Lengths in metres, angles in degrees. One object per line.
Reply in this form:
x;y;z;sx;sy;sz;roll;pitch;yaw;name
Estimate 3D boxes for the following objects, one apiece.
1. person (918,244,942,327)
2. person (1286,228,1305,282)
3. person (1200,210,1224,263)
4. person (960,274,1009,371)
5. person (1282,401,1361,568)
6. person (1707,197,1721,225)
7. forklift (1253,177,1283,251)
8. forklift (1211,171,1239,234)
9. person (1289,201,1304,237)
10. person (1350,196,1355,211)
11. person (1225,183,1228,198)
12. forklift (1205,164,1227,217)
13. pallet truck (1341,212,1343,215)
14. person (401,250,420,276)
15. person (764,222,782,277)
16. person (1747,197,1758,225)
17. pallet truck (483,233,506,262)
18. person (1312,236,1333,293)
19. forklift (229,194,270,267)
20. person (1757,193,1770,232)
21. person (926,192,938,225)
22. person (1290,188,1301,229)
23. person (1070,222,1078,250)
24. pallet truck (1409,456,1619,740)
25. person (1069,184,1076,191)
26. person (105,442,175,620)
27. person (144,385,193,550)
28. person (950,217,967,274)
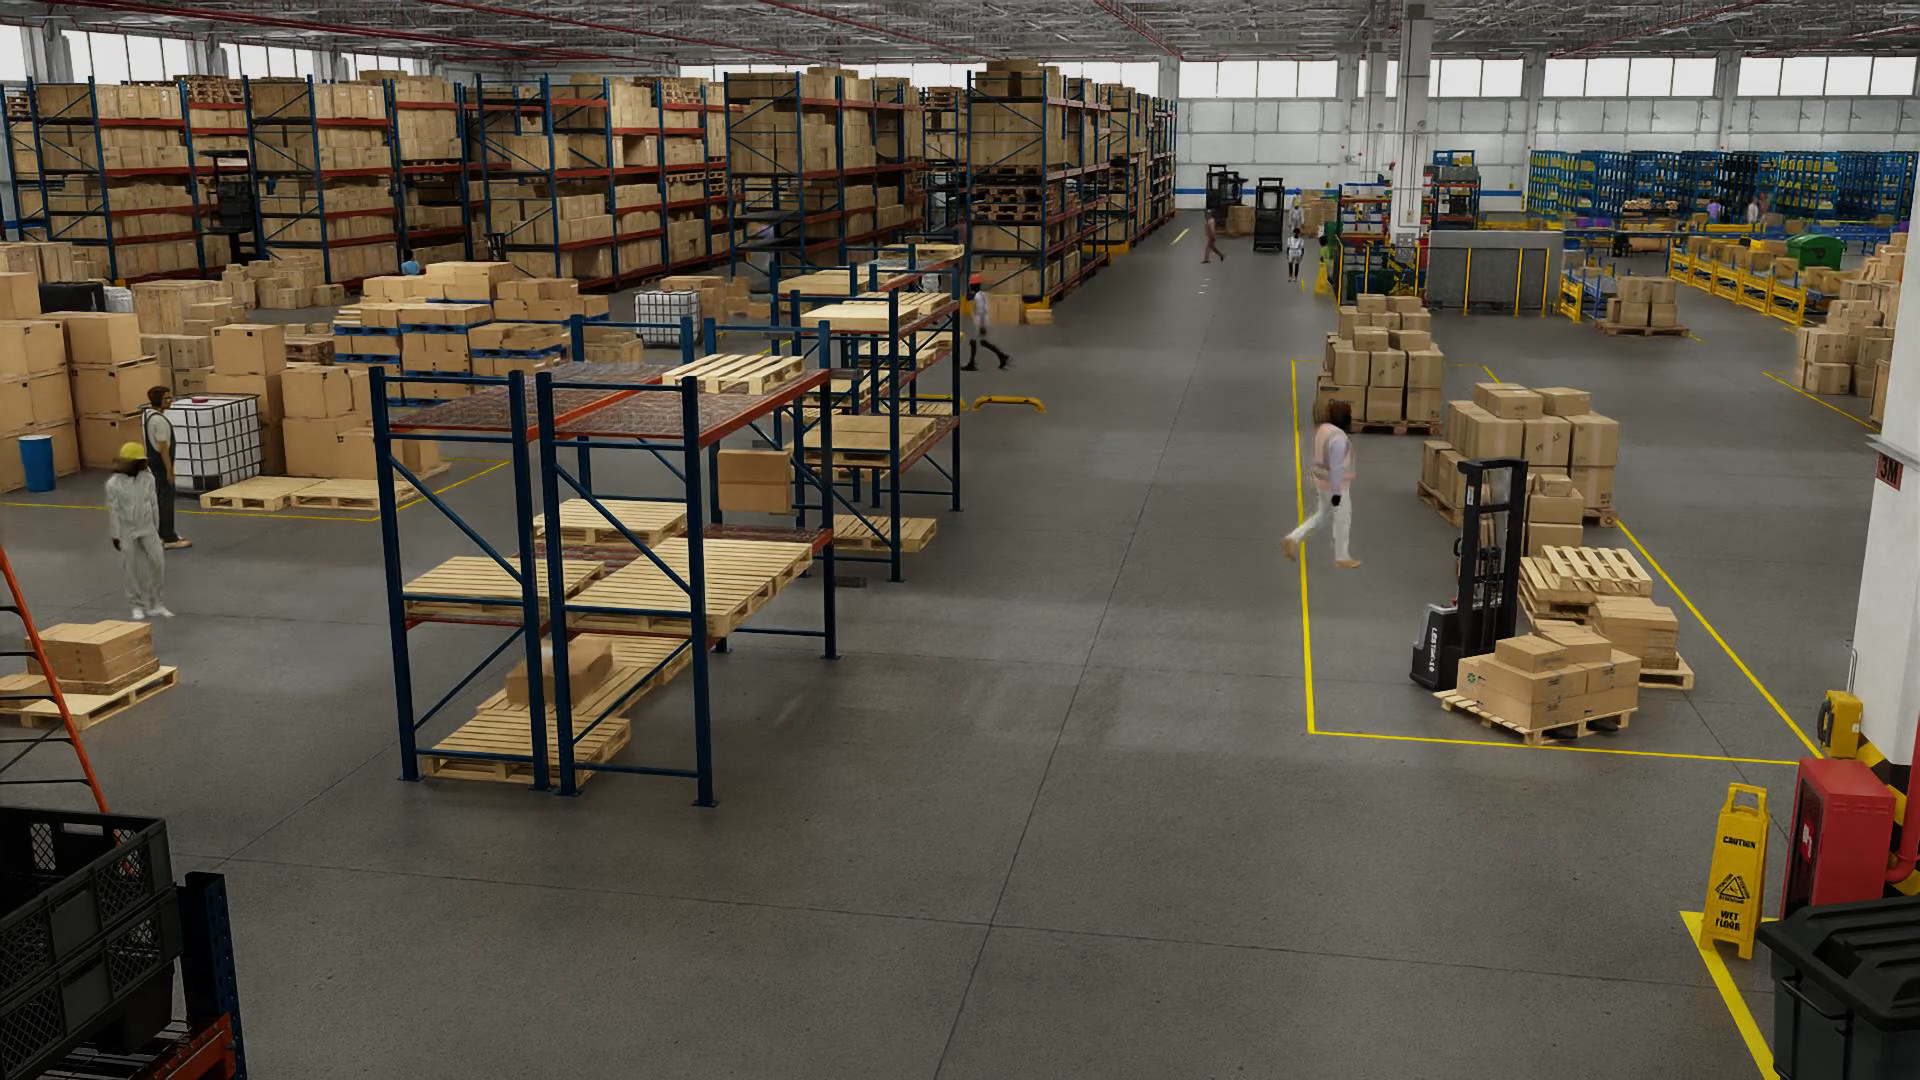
-0.716;-6.092;39.818;0.607;1.966;0.367;-5;15;-21;person
10.349;-8.780;51.348;0.555;1.650;0.850;4;14;14;person
8.973;-10.751;58.939;0.781;1.873;0.683;1;14;2;person
0.478;-4.229;32.402;0.866;1.902;0.554;2;14;7;person
3.913;-0.589;17.799;0.748;1.823;0.631;-1;14;-6;person
32.473;-13.871;71.714;0.561;1.820;0.507;8;16;29;person
12.083;-12.747;64.956;1.129;2.768;1.873;3;14;10;forklift
11.967;-15.116;74.573;1.129;2.768;1.873;-4;14;-15;forklift
13.802;-12.997;68.240;0.599;1.789;0.923;2;14;6;person
20.671;-17.790;87.798;0.485;1.734;0.348;-9;17;-33;person
14.688;-18.877;91.864;0.889;1.909;0.555;1;14;4;person
13.849;-18.822;89.623;1.129;2.768;1.873;3;14;10;forklift
15.874;-13.227;70.310;0.680;1.201;1.601;10;17;35;pallet truck
-13.781;-6.432;41.756;0.318;1.697;0.535;8;16;31;person
-6.041;-9.447;53.586;0.642;1.903;0.990;5;15;21;person
33.436;-13.499;70.043;0.539;1.886;0.681;12;18;39;person
-11.832;-7.026;43.548;1.885;1.965;0.823;8;16;28;pallet truck
10.568;-7.930;47.906;0.704;1.673;0.549;4;14;15;person
-20.768;-8.674;48.419;1.129;2.768;1.873;3;14;10;forklift
34.959;-14.143;72.483;0.641;1.972;0.637;7;15;25;person
-1.402;-16.560;82.661;0.638;1.799;0.612;6;15;24;person
16.063;-15.850;79.502;0.616;1.940;0.418;-12;18;-39;person
4.042;-10.770;59.595;0.862;1.589;0.505;1;14;5;person
4.504;0.400;13.395;0.823;1.965;1.885;-6;15;-23;pallet truck
5.845;-17.716;87.175;0.648;1.894;0.483;0;14;1;person
-7.856;-0.070;15.871;0.493;1.726;0.547;11;18;38;person
-8.920;-0.816;18.648;0.344;1.845;0.506;-10;17;-36;person
0.017;-9.690;54.674;0.653;1.855;1.012;-1;14;-5;person
